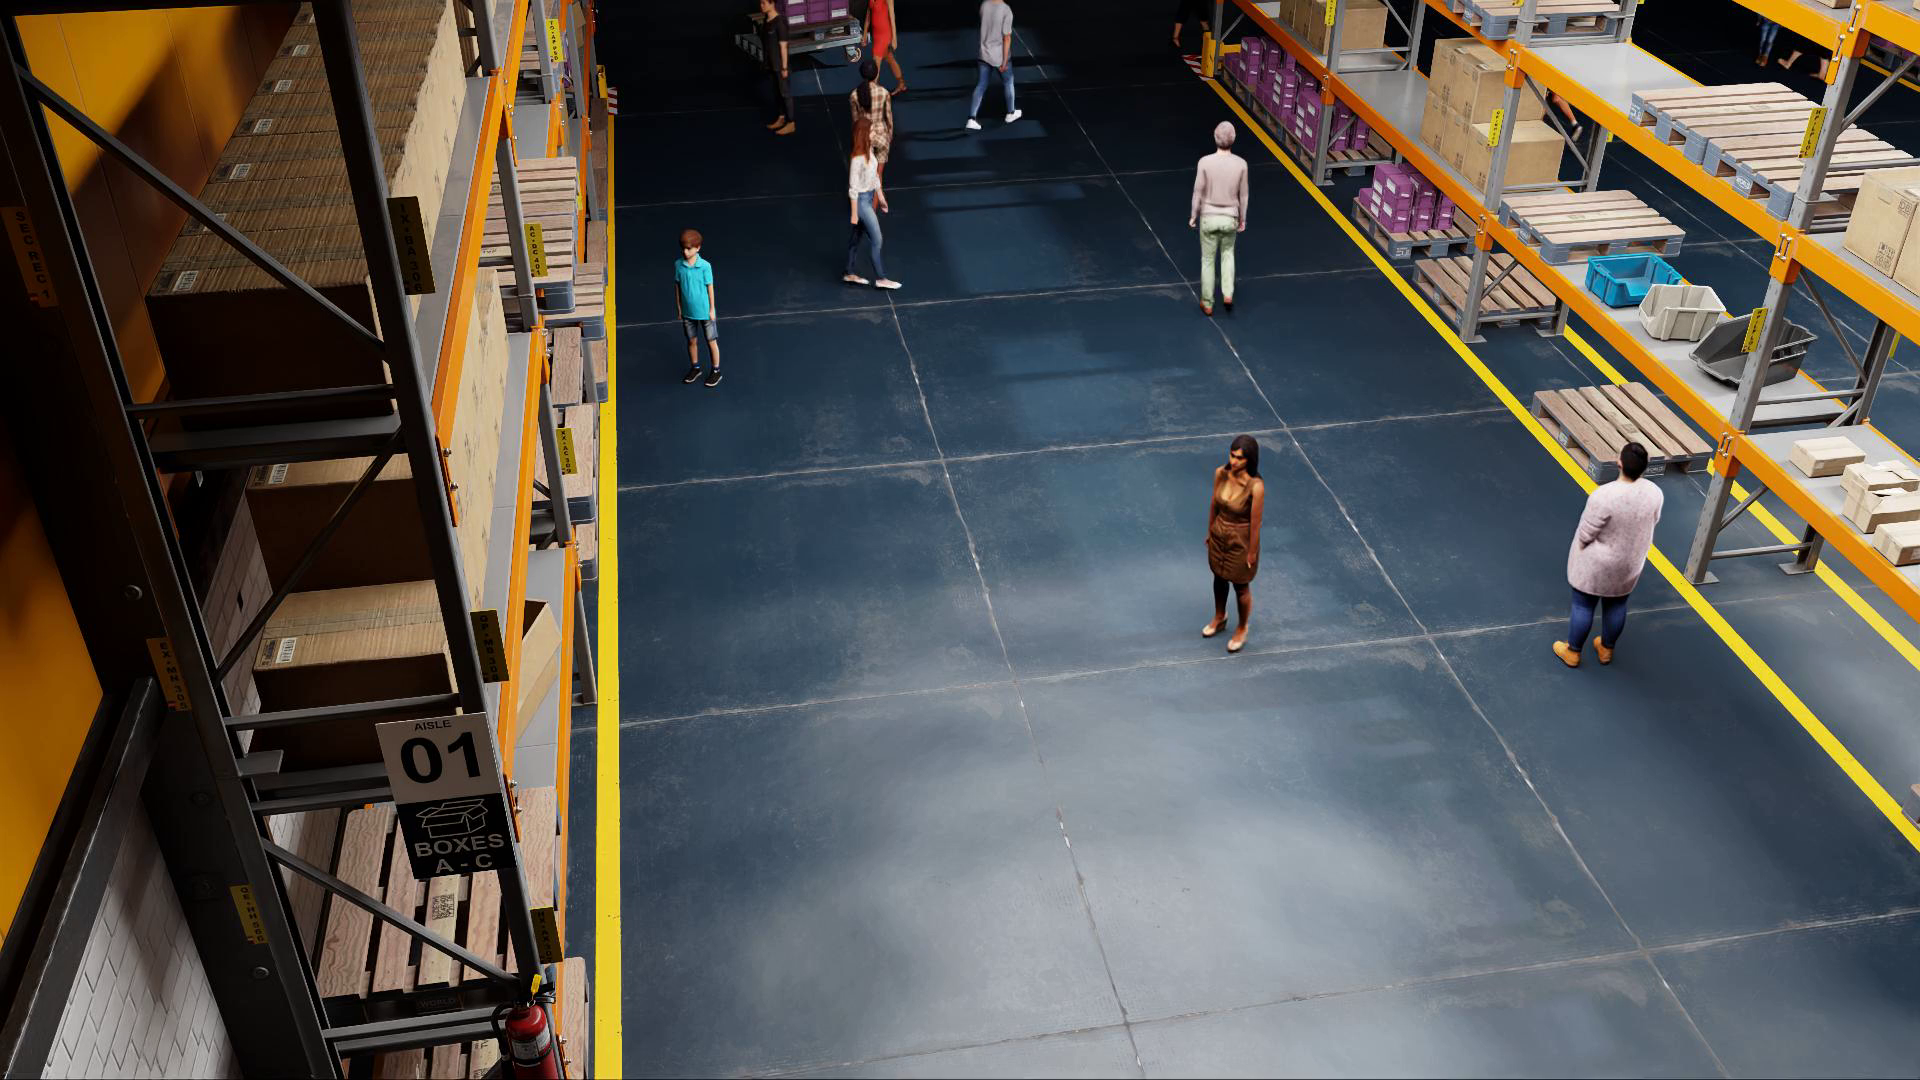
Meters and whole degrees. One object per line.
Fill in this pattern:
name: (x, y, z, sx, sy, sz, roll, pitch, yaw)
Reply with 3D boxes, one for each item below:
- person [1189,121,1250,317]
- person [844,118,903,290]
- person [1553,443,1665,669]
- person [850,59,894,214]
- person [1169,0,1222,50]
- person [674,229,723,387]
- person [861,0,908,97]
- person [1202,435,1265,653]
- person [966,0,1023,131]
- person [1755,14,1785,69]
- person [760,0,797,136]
person: (2.442, -2.958, 15.619, 0.704, 1.861, 0.705, -2, 34, -2)
person: (-1.041, -3.285, 16.250, 0.821, 1.706, 0.879, 6, 34, 8)
person: (4.356, 0.094, 11.134, 0.687, 1.743, 0.619, -4, 34, -6)
person: (-0.912, -4.091, 17.423, 0.753, 1.751, 1.099, 2, 34, 3)
person: (3.091, -7.521, 22.516, 0.713, 1.825, 0.945, -8, 34, -11)
person: (-2.304, -2.058, 14.638, 0.583, 1.448, 0.598, 8, 34, 12)
person: (-0.911, -6.310, 20.836, 1.036, 1.667, 1.157, -23, 40, -31)
person: (1.864, 0.016, 11.305, 0.705, 1.684, 0.610, -27, 42, -34)
person: (0.342, -5.785, 19.884, 1.175, 1.847, 1.250, 21, 39, 28)
person: (10.876, -6.984, 22.238, 0.712, 1.239, 0.775, 19, 38, 26)
person: (-2.165, -5.743, 19.946, 0.753, 1.709, 0.623, -21, 39, -29)
